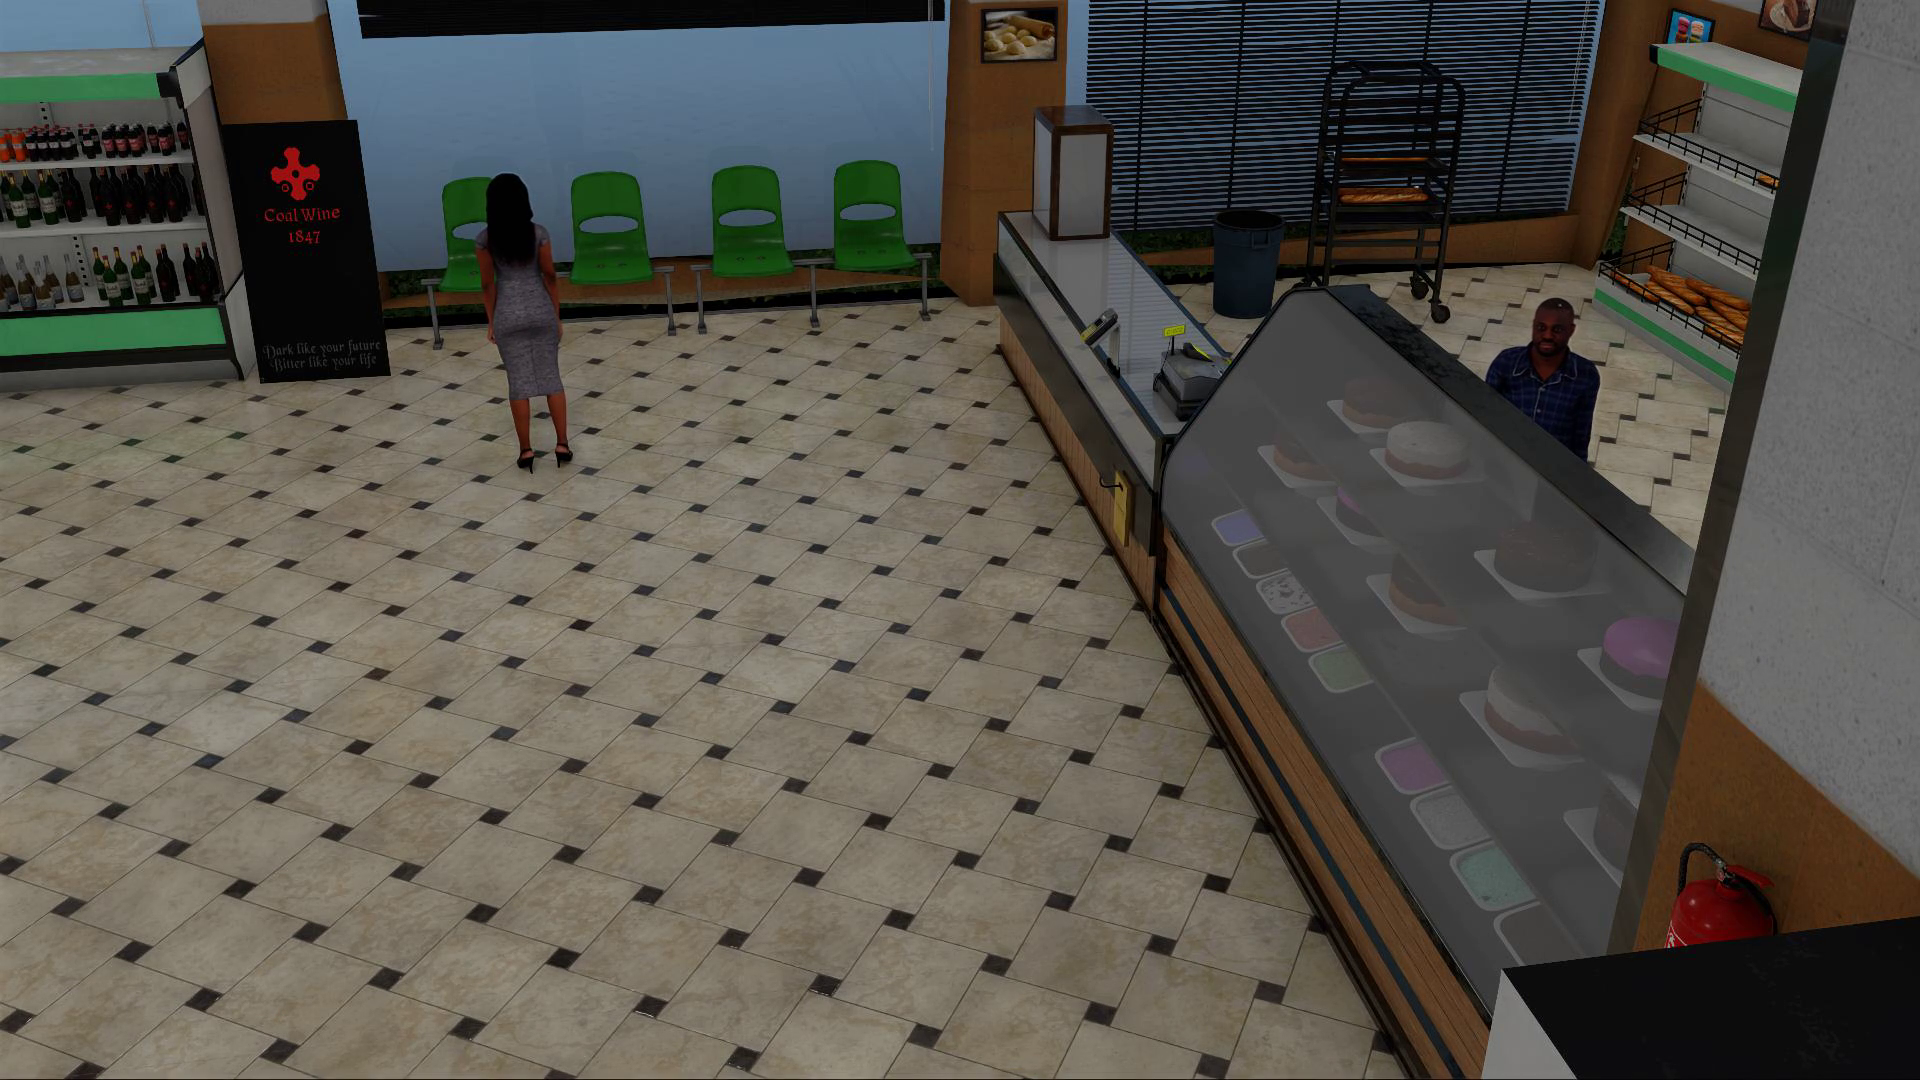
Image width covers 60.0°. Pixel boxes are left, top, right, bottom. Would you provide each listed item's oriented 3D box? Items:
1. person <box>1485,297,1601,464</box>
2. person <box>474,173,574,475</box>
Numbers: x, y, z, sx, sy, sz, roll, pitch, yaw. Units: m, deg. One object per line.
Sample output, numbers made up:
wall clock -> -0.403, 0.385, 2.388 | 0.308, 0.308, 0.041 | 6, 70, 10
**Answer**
person -> 2.577, -0.235, 7.590 | 0.727, 1.824, 0.834 | 9, 28, 18
person -> -2.515, -1.244, 9.628 | 0.492, 1.781, 0.670 | -8, 28, -16
